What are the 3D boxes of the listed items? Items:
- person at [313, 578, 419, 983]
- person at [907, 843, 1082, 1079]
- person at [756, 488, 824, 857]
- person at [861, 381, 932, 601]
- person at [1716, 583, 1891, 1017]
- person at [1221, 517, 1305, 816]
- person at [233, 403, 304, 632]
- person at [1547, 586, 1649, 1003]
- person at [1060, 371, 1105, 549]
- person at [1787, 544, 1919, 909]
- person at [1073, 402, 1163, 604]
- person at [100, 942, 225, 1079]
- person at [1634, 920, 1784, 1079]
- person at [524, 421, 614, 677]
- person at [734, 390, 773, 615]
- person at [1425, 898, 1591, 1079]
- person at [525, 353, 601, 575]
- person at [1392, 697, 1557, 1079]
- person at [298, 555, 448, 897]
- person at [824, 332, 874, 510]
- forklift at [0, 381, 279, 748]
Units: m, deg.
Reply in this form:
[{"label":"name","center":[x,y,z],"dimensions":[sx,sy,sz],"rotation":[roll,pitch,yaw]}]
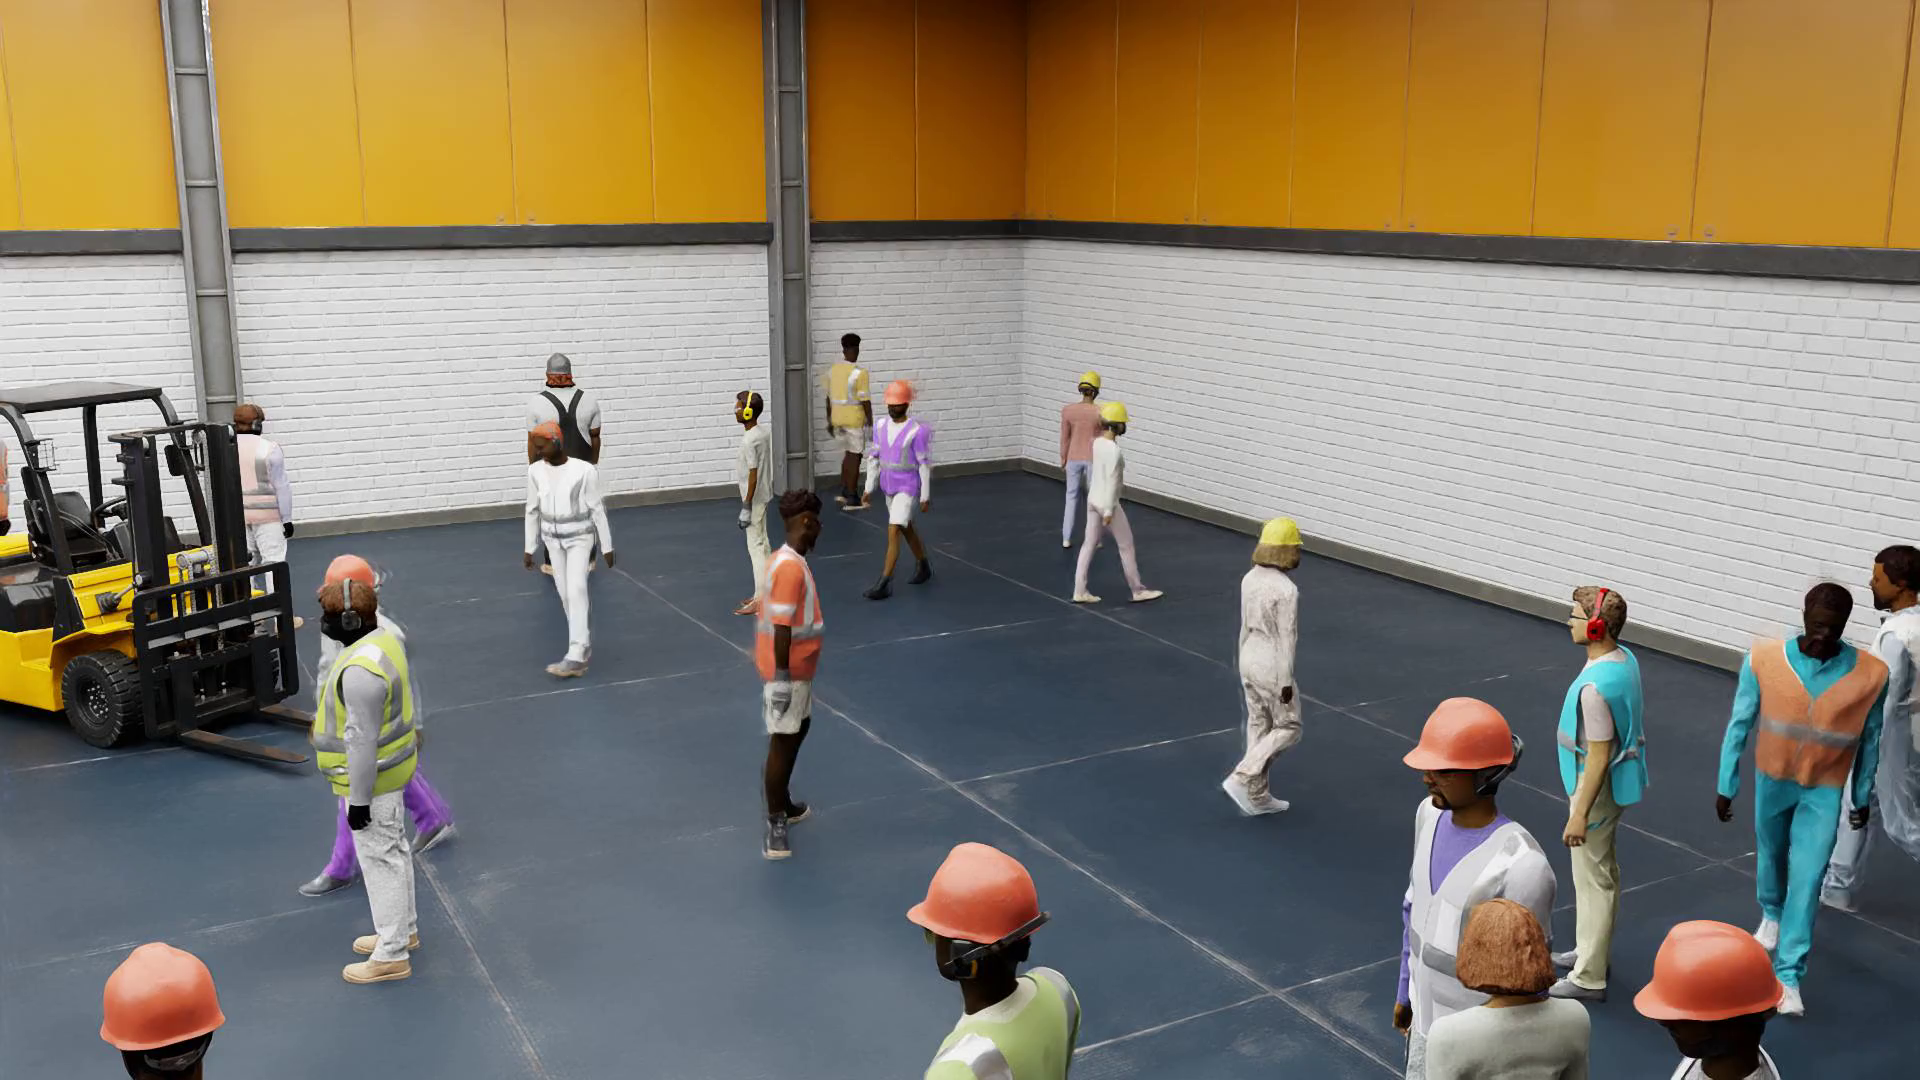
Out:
[{"label":"person","center":[-2.658,1.066,7.471],"dimensions":[0.431,1.836,0.618],"rotation":[-3,12,-15]},{"label":"person","center":[0.052,1.701,3.984],"dimensions":[0.374,2.044,0.605],"rotation":[6,13,25]},{"label":"person","center":[-0.915,0.708,8.959],"dimensions":[0.368,1.935,0.772],"rotation":[0,12,-2]},{"label":"person","center":[-0.516,-0.460,14.508],"dimensions":[0.548,1.885,1.019],"rotation":[10,16,39]},{"label":"person","center":[3.710,1.077,7.371],"dimensions":[0.623,1.850,1.063],"rotation":[6,13,27]},{"label":"person","center":[1.705,0.723,9.298],"dimensions":[0.452,1.720,0.496],"rotation":[-5,13,-22]},{"label":"person","center":[-5.591,-0.169,13.242],"dimensions":[0.621,1.838,0.429],"rotation":[1,12,7]},{"label":"person","center":[2.768,1.109,7.227],"dimensions":[0.395,1.843,0.564],"rotation":[7,14,29]},{"label":"person","center":[1.242,-0.770,16.261],"dimensions":[0.531,1.754,0.342],"rotation":[4,13,18]},{"label":"person","center":[4.510,0.959,7.873],"dimensions":[0.917,1.882,0.609],"rotation":[9,15,37]},{"label":"person","center":[1.342,-0.308,14.135],"dimensions":[0.838,1.733,0.531],"rotation":[-4,13,-18]},{"label":"person","center":[-1.693,1.820,3.701],"dimensions":[0.386,1.932,0.545],"rotation":[11,16,42]},{"label":"person","center":[1.703,1.785,3.864],"dimensions":[0.377,1.928,0.542],"rotation":[2,12,8]},{"label":"person","center":[-2.893,0.066,12.138],"dimensions":[0.652,1.833,0.787],"rotation":[4,13,19]},{"label":"person","center":[-1.725,-0.310,13.806],"dimensions":[0.328,1.877,0.521],"rotation":[2,12,7]},{"label":"person","center":[1.484,1.779,4.607],"dimensions":[0.502,1.628,0.288],"rotation":[-3,12,-15]},{"label":"person","center":[-3.656,-0.706,15.270],"dimensions":[0.690,2.000,0.538],"rotation":[-7,14,-30]},{"label":"person","center":[1.506,1.466,5.087],"dimensions":[0.389,2.041,0.614],"rotation":[-4,13,-17]},{"label":"person","center":[-3.039,0.896,8.566],"dimensions":[0.556,1.715,0.905],"rotation":[10,16,40]},{"label":"person","center":[-1.189,-1.307,18.287],"dimensions":[0.672,1.945,0.445],"rotation":[10,16,39]},{"label":"forklift","center":[-5.853,0.085,11.199],"dimensions":[2.313,2.155,1.214],"rotation":[7,14,28]}]
